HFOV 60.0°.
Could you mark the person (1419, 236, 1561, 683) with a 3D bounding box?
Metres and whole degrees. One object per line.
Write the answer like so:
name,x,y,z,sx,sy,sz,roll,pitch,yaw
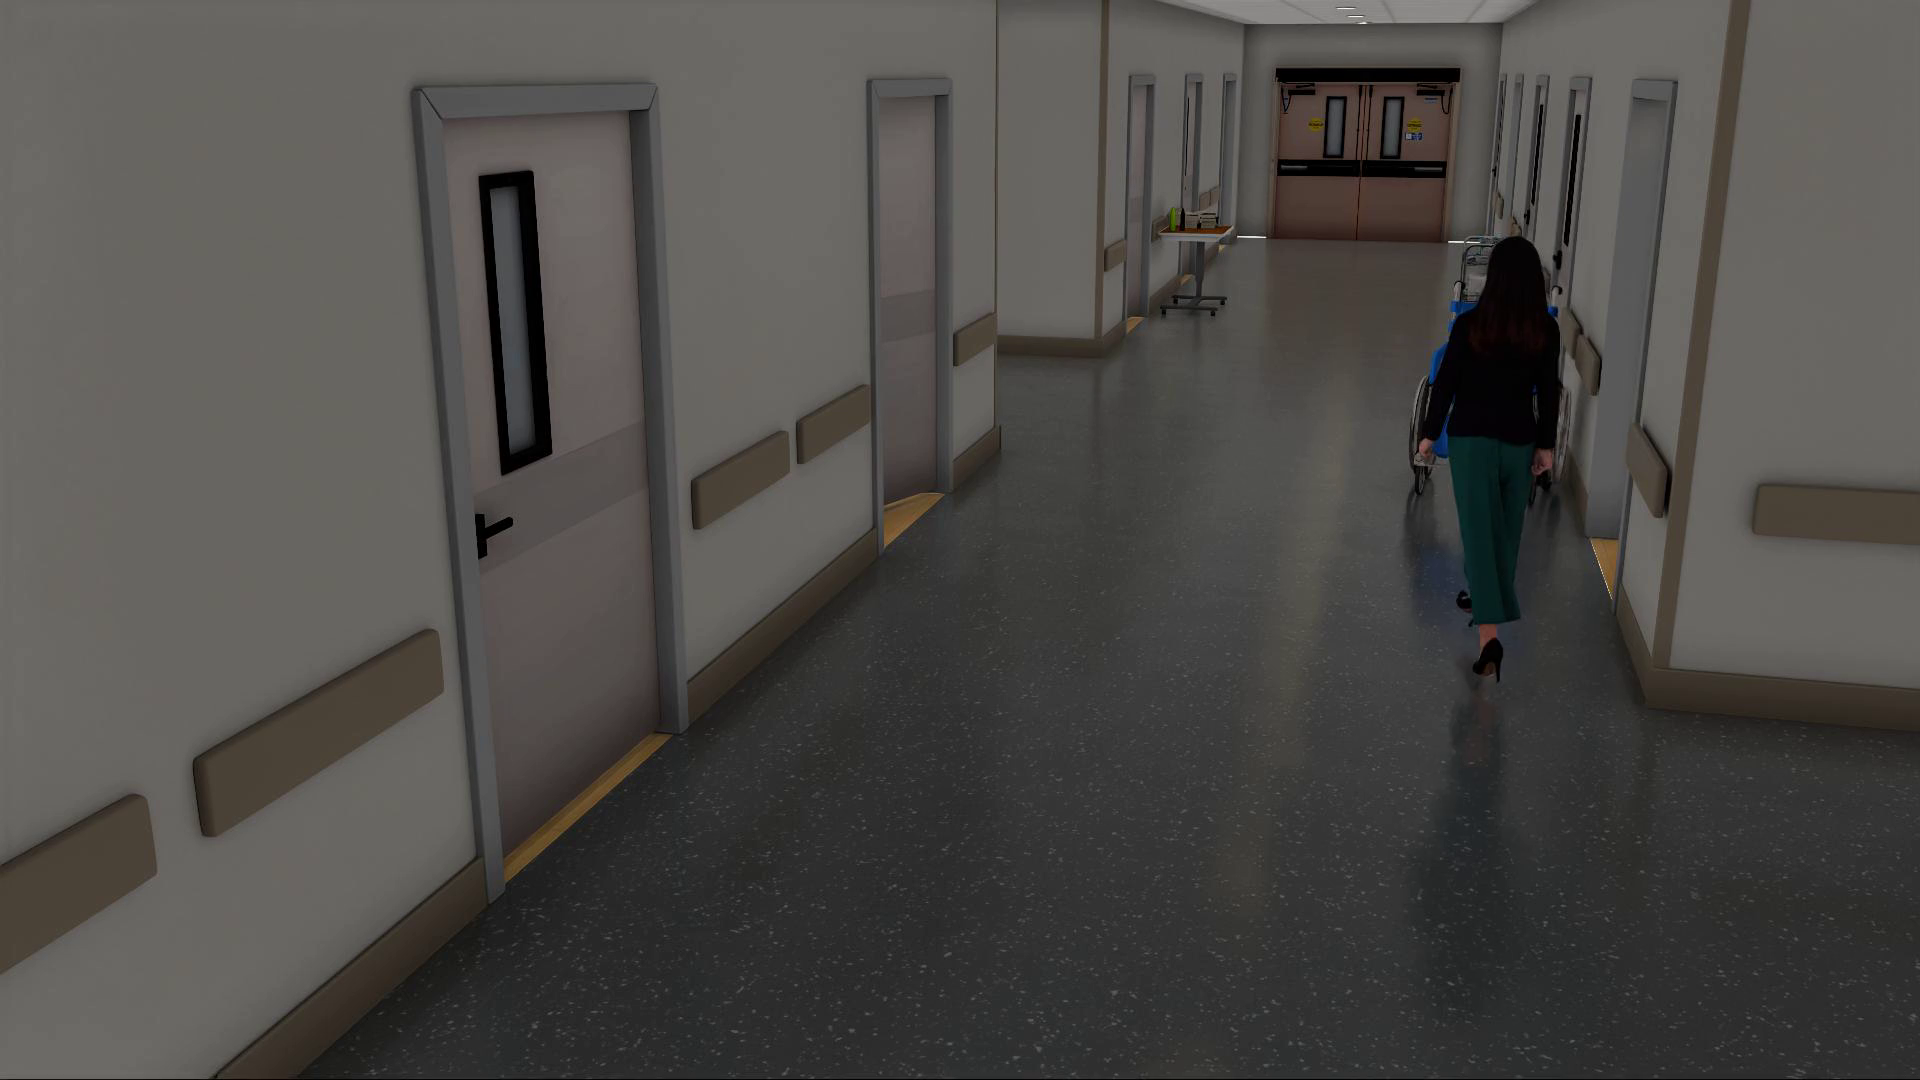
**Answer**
person,2.095,-0.270,6.491,0.813,1.681,1.178,0,16,0
